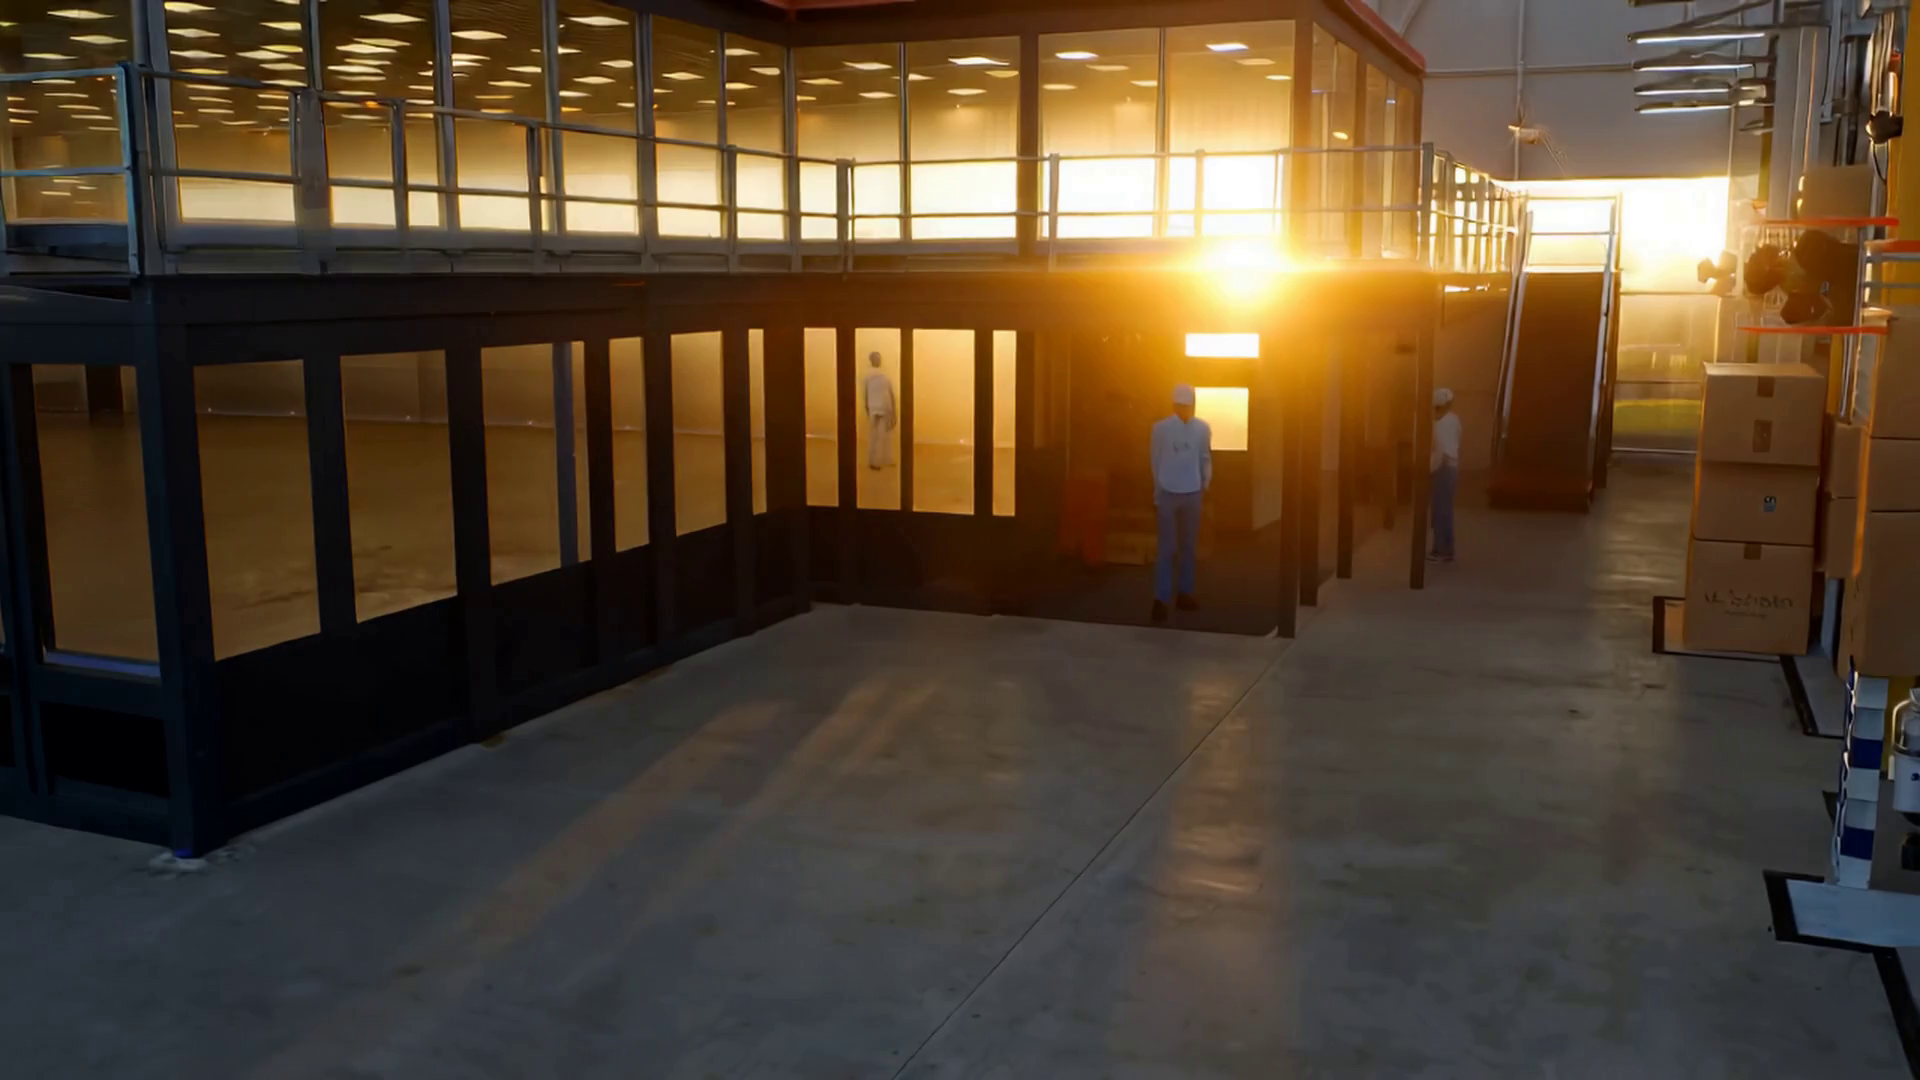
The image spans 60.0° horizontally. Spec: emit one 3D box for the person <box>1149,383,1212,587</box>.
[{"bbox_3d":[2.136,-0.526,16.075,0.615,1.988,0.400,-1,9,-6],"label":"person"}]
